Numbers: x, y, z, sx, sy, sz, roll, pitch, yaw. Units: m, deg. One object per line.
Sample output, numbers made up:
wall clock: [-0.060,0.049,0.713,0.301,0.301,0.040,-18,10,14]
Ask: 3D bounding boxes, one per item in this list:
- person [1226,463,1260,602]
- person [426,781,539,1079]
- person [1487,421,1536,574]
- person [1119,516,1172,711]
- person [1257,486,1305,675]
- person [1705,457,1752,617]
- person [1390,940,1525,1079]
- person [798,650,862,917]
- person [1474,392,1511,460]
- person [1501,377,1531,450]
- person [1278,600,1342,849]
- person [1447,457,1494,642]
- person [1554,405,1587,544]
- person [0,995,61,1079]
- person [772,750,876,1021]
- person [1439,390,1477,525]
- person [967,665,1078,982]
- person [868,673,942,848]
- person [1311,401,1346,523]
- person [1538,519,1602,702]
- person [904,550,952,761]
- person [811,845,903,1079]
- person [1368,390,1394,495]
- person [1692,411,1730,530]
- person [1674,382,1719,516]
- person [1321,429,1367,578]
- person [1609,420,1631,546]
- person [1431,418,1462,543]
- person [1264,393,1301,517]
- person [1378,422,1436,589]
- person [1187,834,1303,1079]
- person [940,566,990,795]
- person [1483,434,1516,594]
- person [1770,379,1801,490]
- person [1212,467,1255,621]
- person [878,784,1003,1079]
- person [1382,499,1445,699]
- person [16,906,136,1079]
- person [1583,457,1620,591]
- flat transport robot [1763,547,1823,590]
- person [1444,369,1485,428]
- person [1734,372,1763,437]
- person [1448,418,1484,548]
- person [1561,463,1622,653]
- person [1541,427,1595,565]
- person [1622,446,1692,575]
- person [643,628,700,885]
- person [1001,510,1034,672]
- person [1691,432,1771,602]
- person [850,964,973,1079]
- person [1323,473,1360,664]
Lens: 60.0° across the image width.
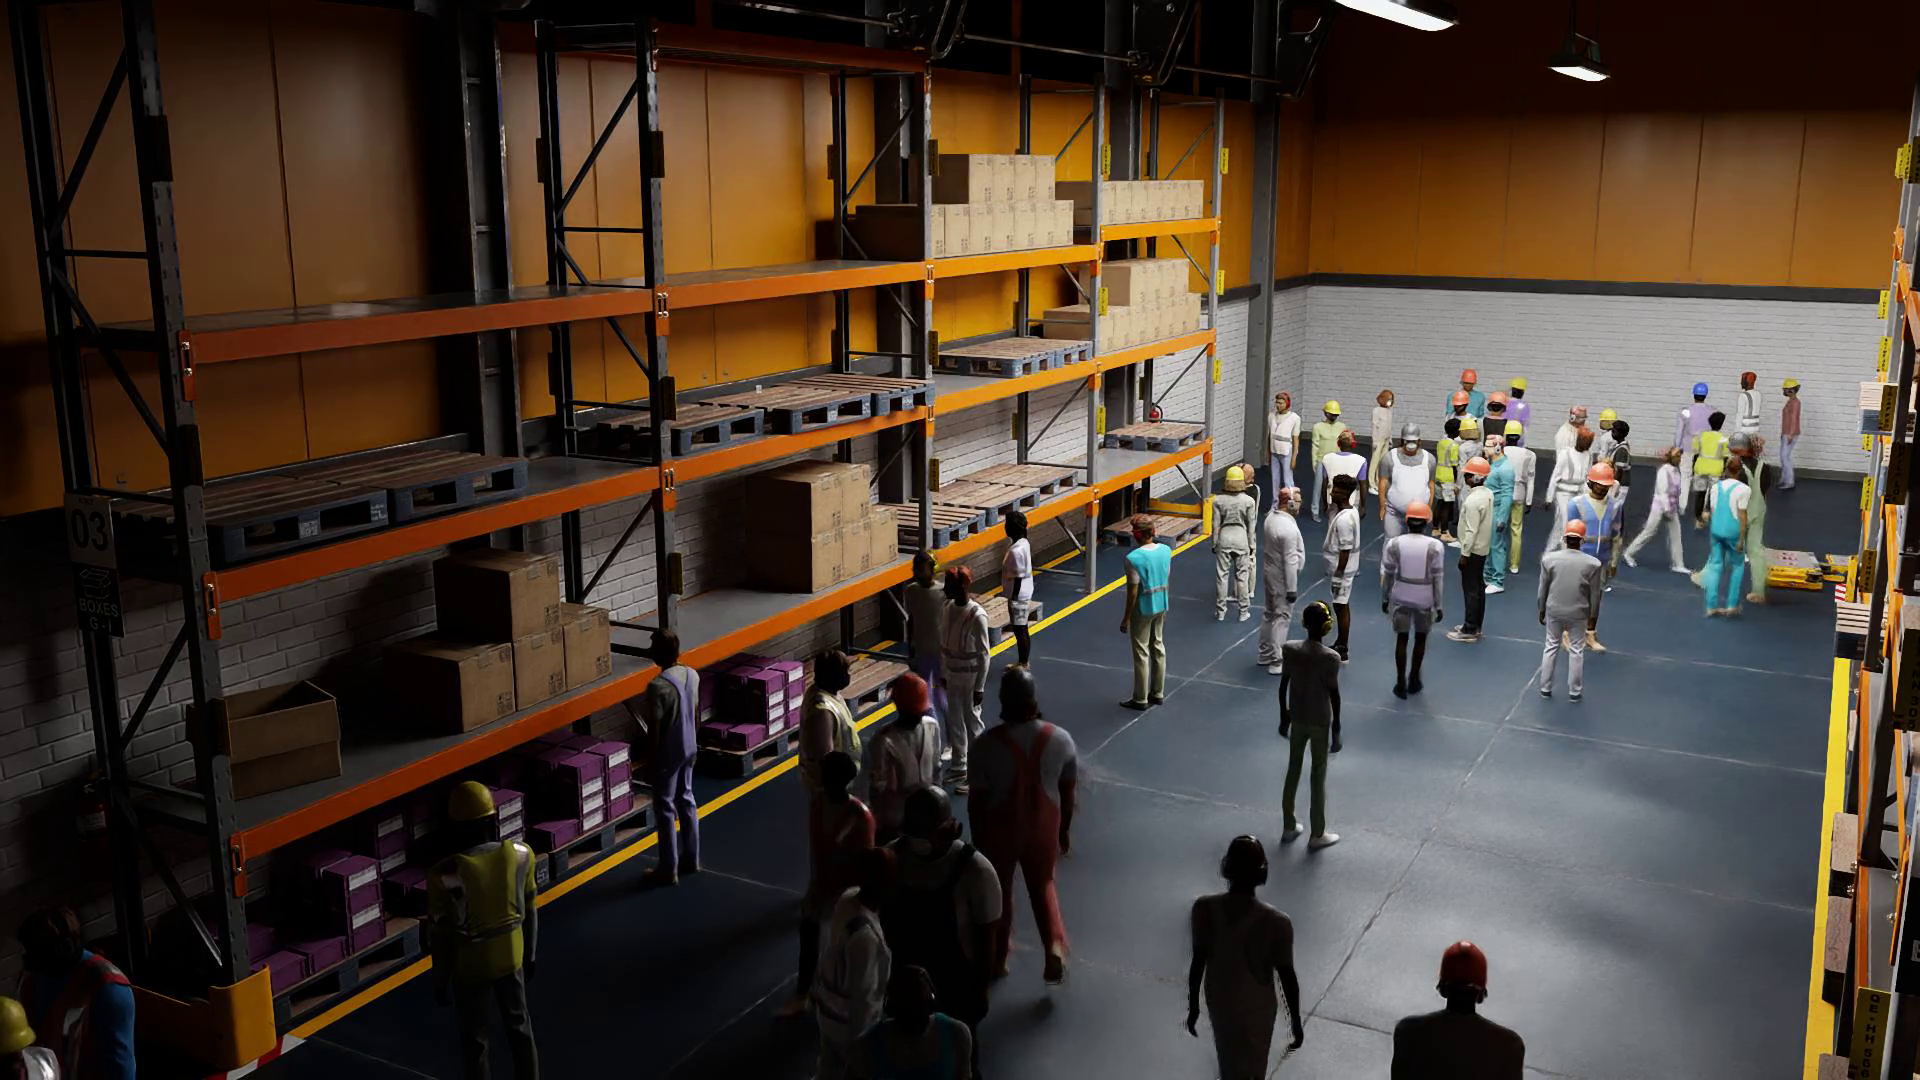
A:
person: [3.303,-0.086,19.399,0.309,1.641,0.515,11,17,41]
person: [-2.473,2.178,8.648,0.583,1.917,0.407,-11,17,-41]
person: [6.844,-0.531,20.760,0.586,1.920,0.396,3,13,14]
person: [1.740,0.682,15.515,0.563,1.838,0.388,-11,17,-40]
person: [3.250,0.396,16.676,0.397,1.897,0.644,-1,13,-7]
person: [8.676,-0.033,18.813,0.687,1.791,0.540,-8,15,-33]
person: [2.147,2.576,7.246,0.568,1.743,0.348,4,13,16]
person: [-0.876,1.632,11.276,0.428,1.836,0.626,-1,13,-2]
person: [7.247,-1.007,22.653,0.612,2.030,0.403,4,13,18]
person: [8.372,-1.531,25.271,0.621,1.901,0.612,-9,16,-36]
person: [2.612,1.366,12.390,0.534,1.864,0.309,11,17,41]
person: [5.484,0.095,17.780,0.372,1.997,0.622,8,15,32]
person: [8.242,-0.880,22.389,0.658,1.893,0.400,-12,17,-42]
person: [-3.792,2.667,6.662,0.403,1.826,0.593,6,14,25]
person: [-0.792,2.047,9.763,0.546,1.666,0.752,11,17,41]
person: [7.067,-1.171,23.612,0.386,1.929,0.543,-9,15,-35]
person: [0.371,1.756,10.248,0.686,2.000,0.710,-3,13,-13]
person: [-0.329,1.742,10.590,0.574,1.920,0.492,-11,16,-39]
person: [5.269,-1.121,23.769,0.527,1.761,0.340,-2,13,-10]
person: [5.784,0.662,15.812,0.566,1.744,0.350,7,14,28]
person: [-0.234,0.977,14.212,0.534,1.841,0.427,7,14,29]
person: [-0.509,2.349,8.060,0.679,1.854,0.594,-3,13,-14]
person: [6.566,-1.530,25.876,0.498,1.633,0.279,-12,17,-42]
person: [10.428,-0.949,23.151,0.417,1.683,0.548,-11,17,-41]
person: [10.711,-1.320,24.226,0.605,1.949,0.402,3,13,14]
person: [4.727,-0.439,20.506,0.566,1.849,0.387,7,14,29]
person: [8.844,-0.768,22.348,0.320,1.691,0.535,5,14,21]
person: [6.615,-0.814,22.550,0.318,1.691,0.537,-2,13,-8]
person: [4.672,-1.222,24.038,0.392,1.838,0.561,-10,16,-37]
person: [5.351,-0.398,19.893,0.684,2.000,0.538,0,13,2]
person: [1.407,2.319,8.199,0.552,1.833,0.520,7,14,28]
person: [0.022,1.118,13.457,0.342,1.882,0.579,-8,15,-31]
person: [6.329,-0.314,19.818,0.401,1.907,0.646,-1,13,-3]
person: [13.069,-1.668,26.235,0.334,1.751,0.539,4,13,16]
person: [3.053,0.042,18.609,0.483,1.736,0.311,3,13,11]
person: [-0.158,2.176,8.366,0.683,2.000,0.535,7,14,28]
person: [4.336,0.551,15.910,0.589,1.916,0.517,6,14,24]
person: [-3.931,2.491,7.444,0.632,1.836,0.432,6,14,25]
person: [7.634,-0.182,19.842,0.499,1.634,0.279,-4,13,-18]
flat transport robot: [10.252,0.337,20.596,0.652,0.197,1.431,5,13,21]
person: [7.752,-1.637,25.544,0.623,1.990,0.390,-1,13,-6]
person: [12.338,-1.701,26.109,0.568,1.878,0.350,-10,16,-37]
person: [6.762,-0.764,22.204,0.484,1.744,0.295,-11,17,-41]
person: [6.561,0.197,17.259,0.602,2.035,0.404,-1,13,-6]
person: [7.689,-0.496,20.786,0.630,1.837,0.889,-9,15,-34]
person: [8.806,-0.401,20.904,0.522,1.602,0.837,-11,16,-39]
person: [-2.037,1.521,11.778,0.350,1.835,0.519,7,14,28]
person: [0.564,0.544,16.450,0.317,1.695,0.540,2,13,8]
person: [9.154,-0.321,19.544,0.692,2.000,1.077,-3,13,-12]
person: [-0.136,2.588,7.049,0.766,1.815,0.529,-2,13,-11]
person: [3.884,0.287,16.990,0.361,1.965,0.613,4,13,16]
